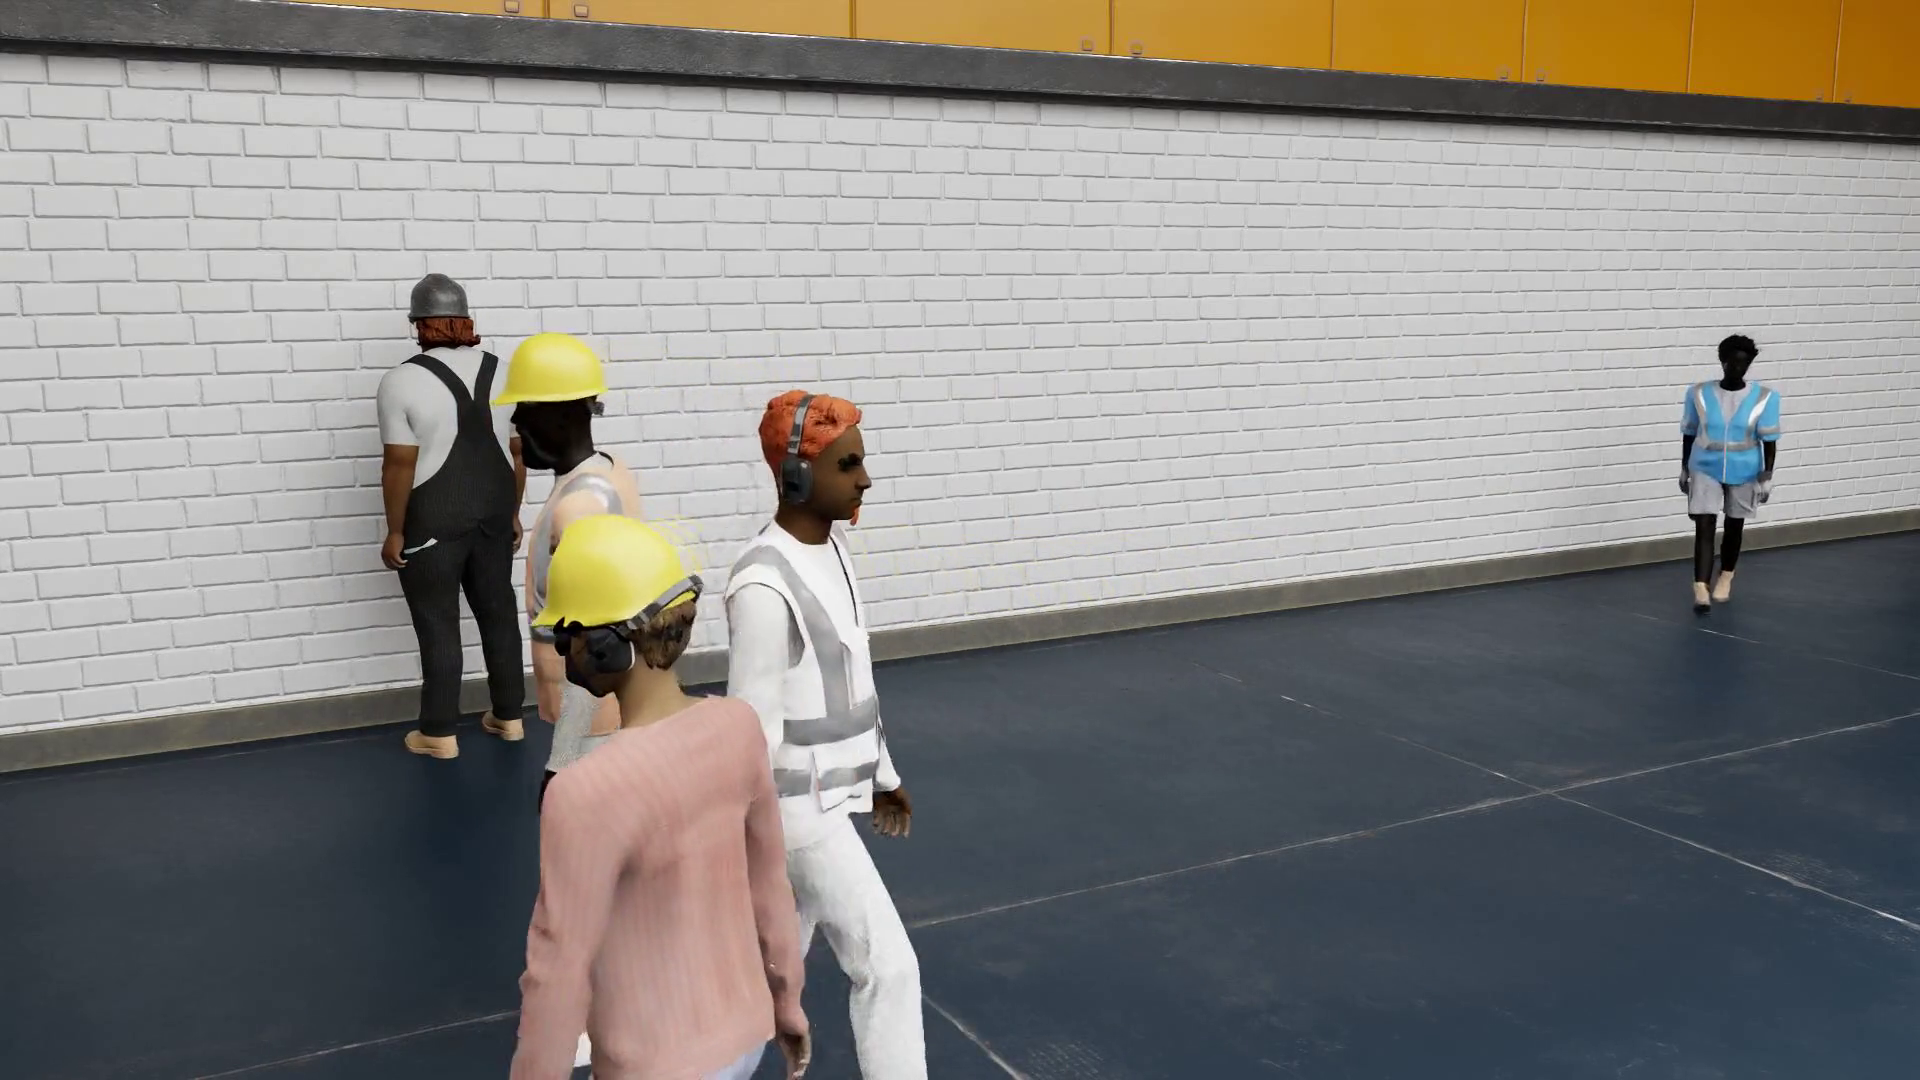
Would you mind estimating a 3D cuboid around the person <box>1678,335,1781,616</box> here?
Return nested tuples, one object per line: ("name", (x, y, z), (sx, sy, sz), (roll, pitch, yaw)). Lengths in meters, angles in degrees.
("person", (4.514, -0.388, 9.801), (0.545, 1.637, 0.909), (5, 11, 25))

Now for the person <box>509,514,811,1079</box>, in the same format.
("person", (-0.509, 0.812, 2.700), (0.891, 1.714, 0.535), (4, 11, 23))

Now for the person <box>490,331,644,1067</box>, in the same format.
("person", (-0.991, 0.420, 4.358), (0.390, 1.926, 0.596), (-2, 10, -9))

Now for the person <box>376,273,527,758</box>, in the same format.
("person", (-2.184, -0.111, 7.081), (0.535, 2.000, 0.688), (9, 13, 41))

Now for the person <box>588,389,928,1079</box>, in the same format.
("person", (-0.401, 0.579, 3.692), (0.967, 1.841, 0.578), (1, 10, 5))
